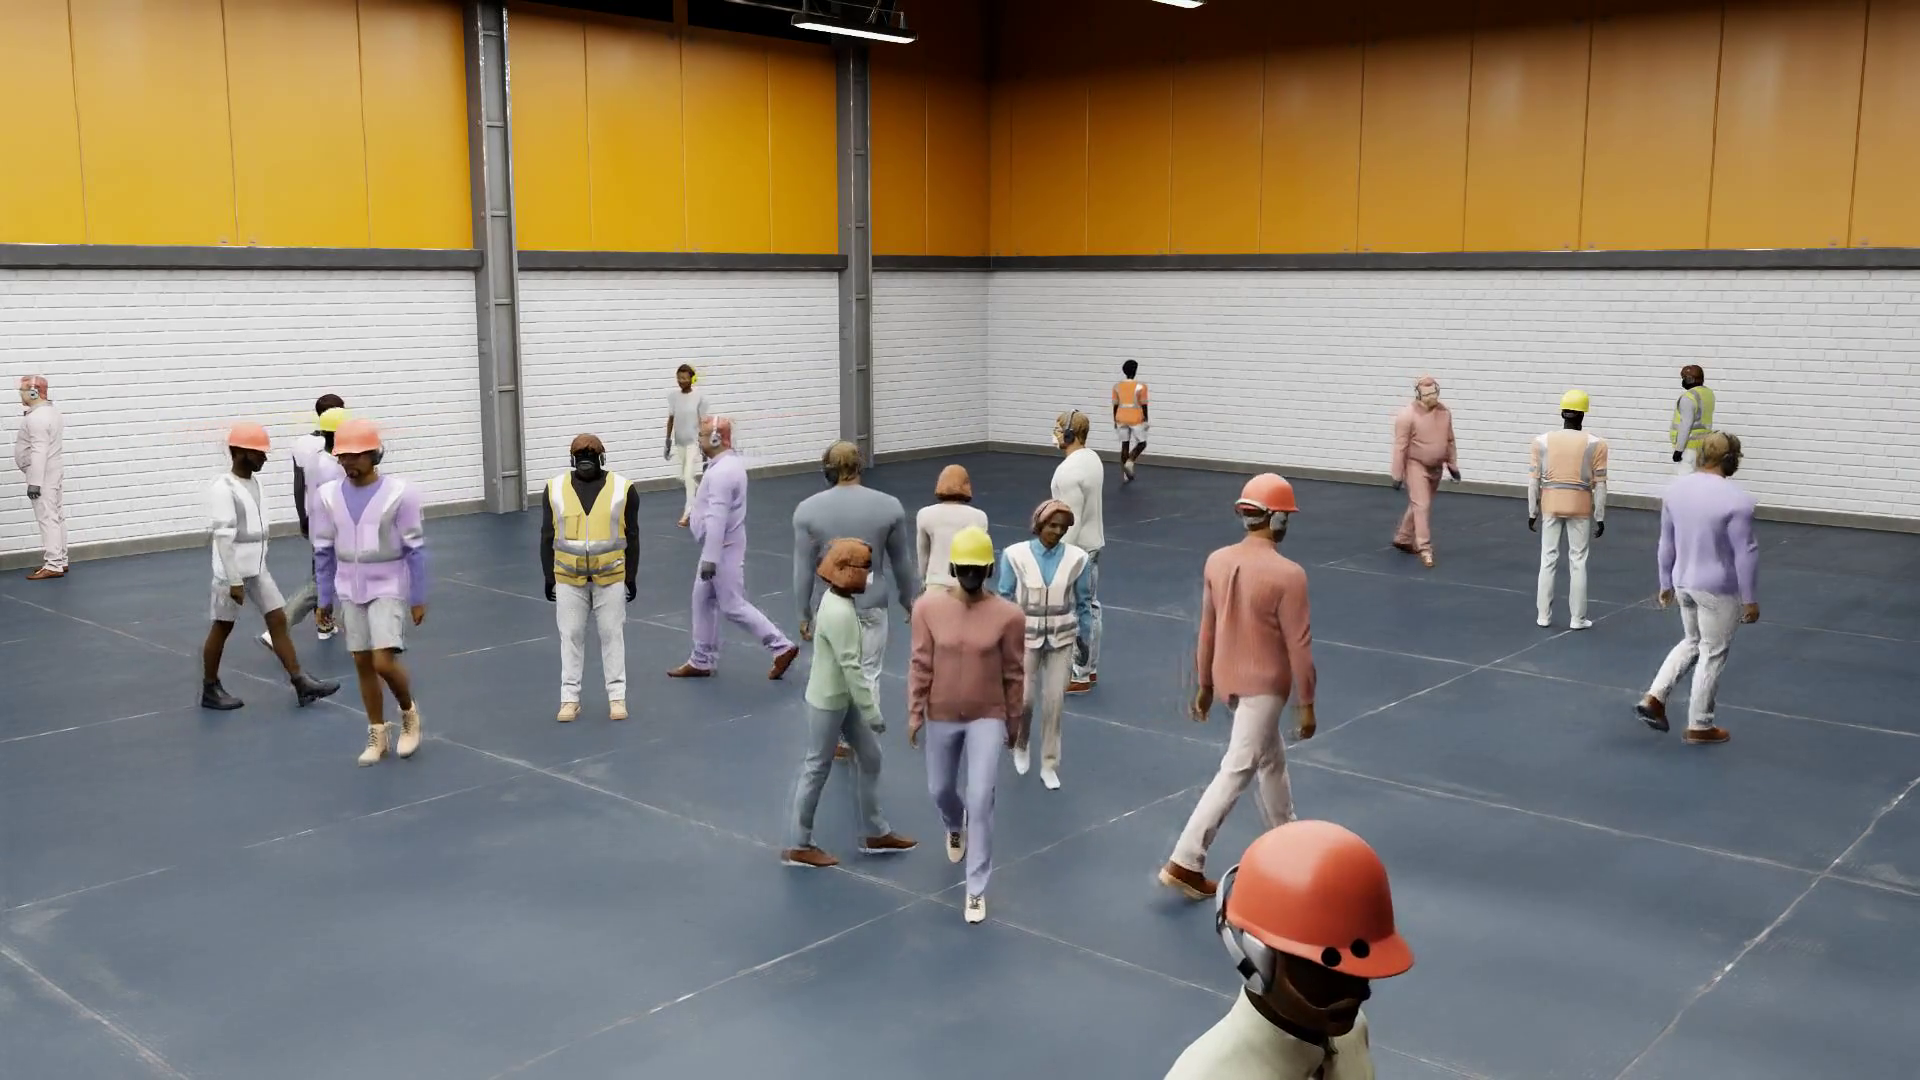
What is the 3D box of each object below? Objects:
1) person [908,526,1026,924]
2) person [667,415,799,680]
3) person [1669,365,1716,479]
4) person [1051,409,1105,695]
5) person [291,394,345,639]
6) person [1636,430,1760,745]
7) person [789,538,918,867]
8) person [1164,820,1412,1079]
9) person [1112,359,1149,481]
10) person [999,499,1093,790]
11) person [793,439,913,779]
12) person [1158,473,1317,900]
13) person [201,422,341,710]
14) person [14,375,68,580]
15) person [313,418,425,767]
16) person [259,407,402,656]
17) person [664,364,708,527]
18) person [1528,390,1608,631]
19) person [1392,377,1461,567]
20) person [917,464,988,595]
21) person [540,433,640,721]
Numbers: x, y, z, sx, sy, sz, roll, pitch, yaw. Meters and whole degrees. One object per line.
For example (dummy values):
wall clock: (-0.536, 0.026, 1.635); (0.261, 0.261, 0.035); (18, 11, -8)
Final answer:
person: (0.041, 0.773, 7.540); (0.520, 1.742, 0.736); (1, 9, 7)
person: (-1.589, 0.060, 11.592); (0.872, 1.879, 0.639); (-1, 9, -7)
person: (8.188, -1.047, 18.677); (0.622, 1.838, 0.429); (-8, 12, -42)
person: (0.779, 0.084, 11.250); (0.378, 1.940, 0.628); (3, 10, 21)
person: (-4.878, -0.174, 12.942); (0.590, 1.916, 0.398); (1, 9, 7)
person: (4.459, 0.295, 9.979); (0.483, 1.920, 0.633); (-3, 10, -18)
person: (-0.493, 0.783, 7.898); (0.728, 1.602, 0.506); (1, 9, 3)
person: (0.519, 1.414, 2.730); (0.399, 1.989, 0.622); (7, 11, 37)
person: (2.310, -1.625, 22.724); (0.548, 1.686, 0.473); (5, 11, 31)
person: (0.469, 0.571, 9.165); (0.537, 1.618, 0.363); (-1, 9, -5)
person: (-0.592, 0.382, 9.455); (0.720, 1.913, 0.569); (-1, 9, -8)
person: (1.332, 0.662, 7.658); (1.065, 1.938, 0.638); (-5, 11, -31)
person: (-4.547, 0.185, 10.776); (0.982, 1.878, 0.584); (1, 9, 9)
person: (-8.613, -0.590, 15.586); (0.410, 1.908, 0.643); (-3, 9, -17)
person: (-3.395, 0.310, 9.551); (0.609, 2.027, 0.438); (1, 9, 9)
person: (-4.648, -0.028, 12.139); (0.921, 1.890, 0.580); (-5, 10, -28)
person: (-3.077, -1.102, 19.008); (0.526, 1.845, 0.751); (4, 10, 25)
person: (4.859, -0.239, 13.312); (0.595, 1.925, 0.373); (5, 10, 29)
person: (4.553, -0.699, 16.488); (0.705, 1.861, 0.862); (-5, 10, -28)
person: (-0.036, 0.294, 11.003); (0.502, 1.584, 0.850); (2, 9, 13)
person: (-2.351, 0.237, 10.598); (0.627, 1.844, 0.429); (-1, 9, -8)
